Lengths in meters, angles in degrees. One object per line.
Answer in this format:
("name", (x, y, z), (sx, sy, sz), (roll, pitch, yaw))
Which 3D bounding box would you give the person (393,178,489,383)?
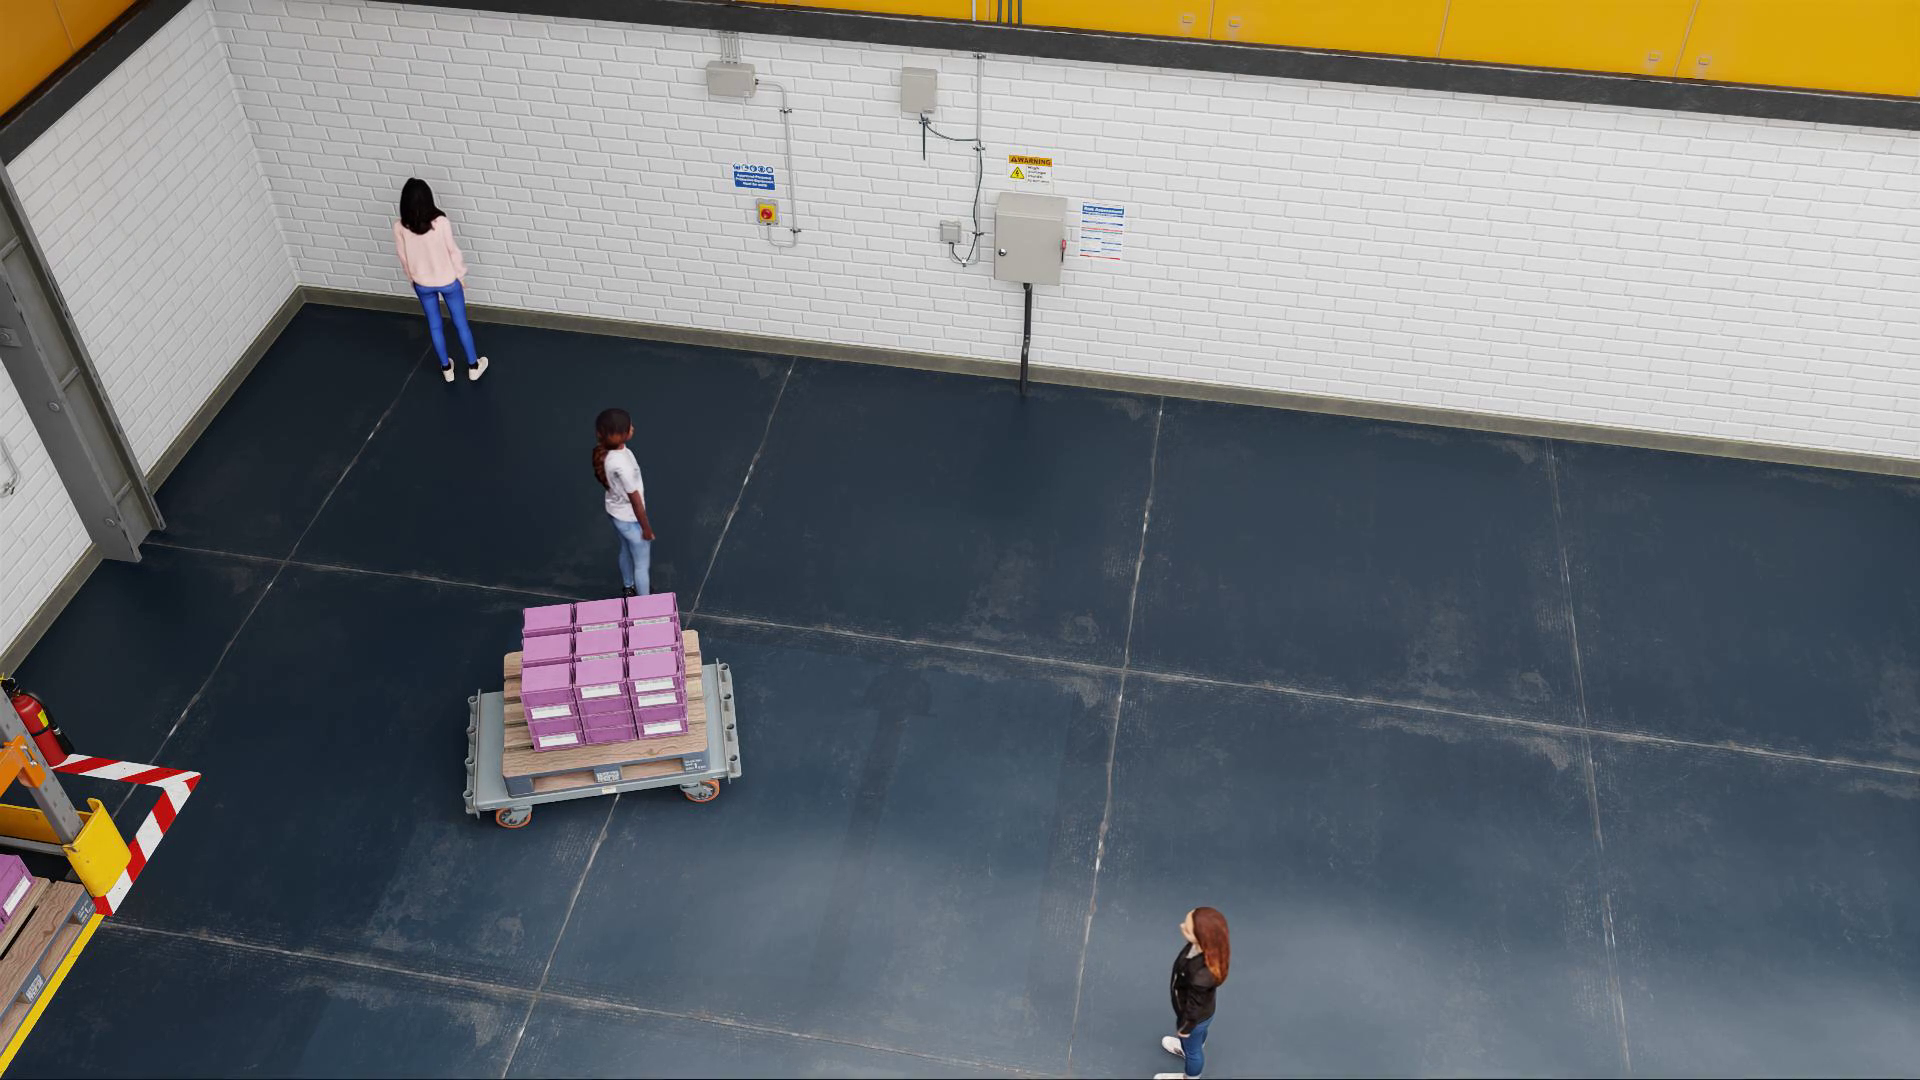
("person", (-4.034, -1.987, 12.824), (0.676, 1.769, 0.604), (0, 44, 0))

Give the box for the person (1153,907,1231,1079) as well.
("person", (1.211, 2.342, 8.488), (0.600, 1.481, 0.436), (6, 44, 6))

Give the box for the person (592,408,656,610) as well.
("person", (-2.188, -0.164, 10.946), (0.725, 1.719, 0.659), (-24, 49, -23))
